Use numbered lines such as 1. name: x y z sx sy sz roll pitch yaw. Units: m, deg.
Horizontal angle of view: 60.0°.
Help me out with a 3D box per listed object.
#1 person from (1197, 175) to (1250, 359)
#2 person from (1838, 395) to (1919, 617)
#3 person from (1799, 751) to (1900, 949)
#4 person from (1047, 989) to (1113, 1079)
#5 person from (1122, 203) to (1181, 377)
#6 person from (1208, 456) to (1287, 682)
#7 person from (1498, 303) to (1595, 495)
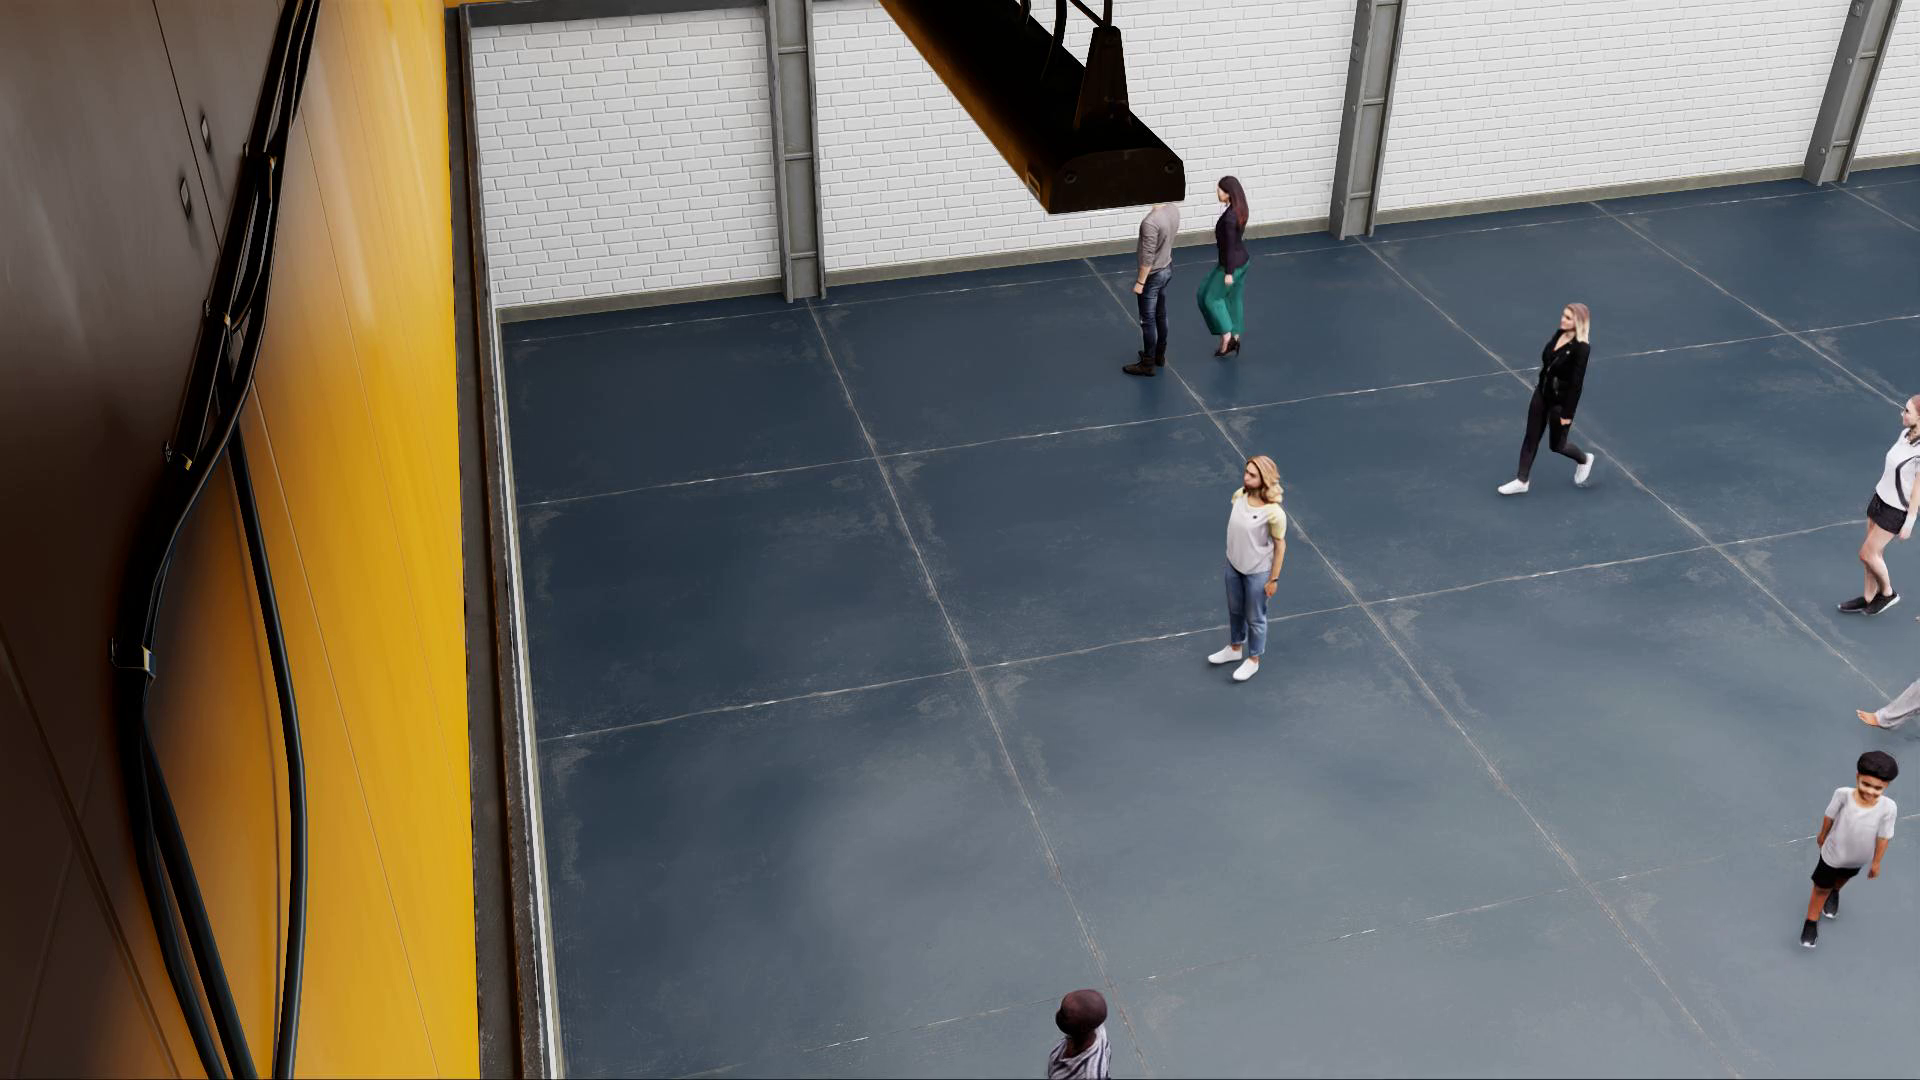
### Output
1. person: 2.547 -2.444 15.128 0.843 1.712 0.793 10 35 15
2. person: 6.679 -0.214 11.751 0.718 1.737 0.678 0 34 0
3. person: 5.030 1.678 9.370 0.837 1.222 0.883 16 37 23
4. person: 0.530 2.631 7.419 0.617 1.795 0.676 0 34 0
5. person: 1.745 -2.381 14.861 0.827 1.904 0.761 19 38 26
6. person: 1.958 0.182 11.169 0.666 1.722 0.698 -22 40 -30
7. person: 4.775 -1.094 13.141 0.995 1.664 0.637 -9 35 -14
